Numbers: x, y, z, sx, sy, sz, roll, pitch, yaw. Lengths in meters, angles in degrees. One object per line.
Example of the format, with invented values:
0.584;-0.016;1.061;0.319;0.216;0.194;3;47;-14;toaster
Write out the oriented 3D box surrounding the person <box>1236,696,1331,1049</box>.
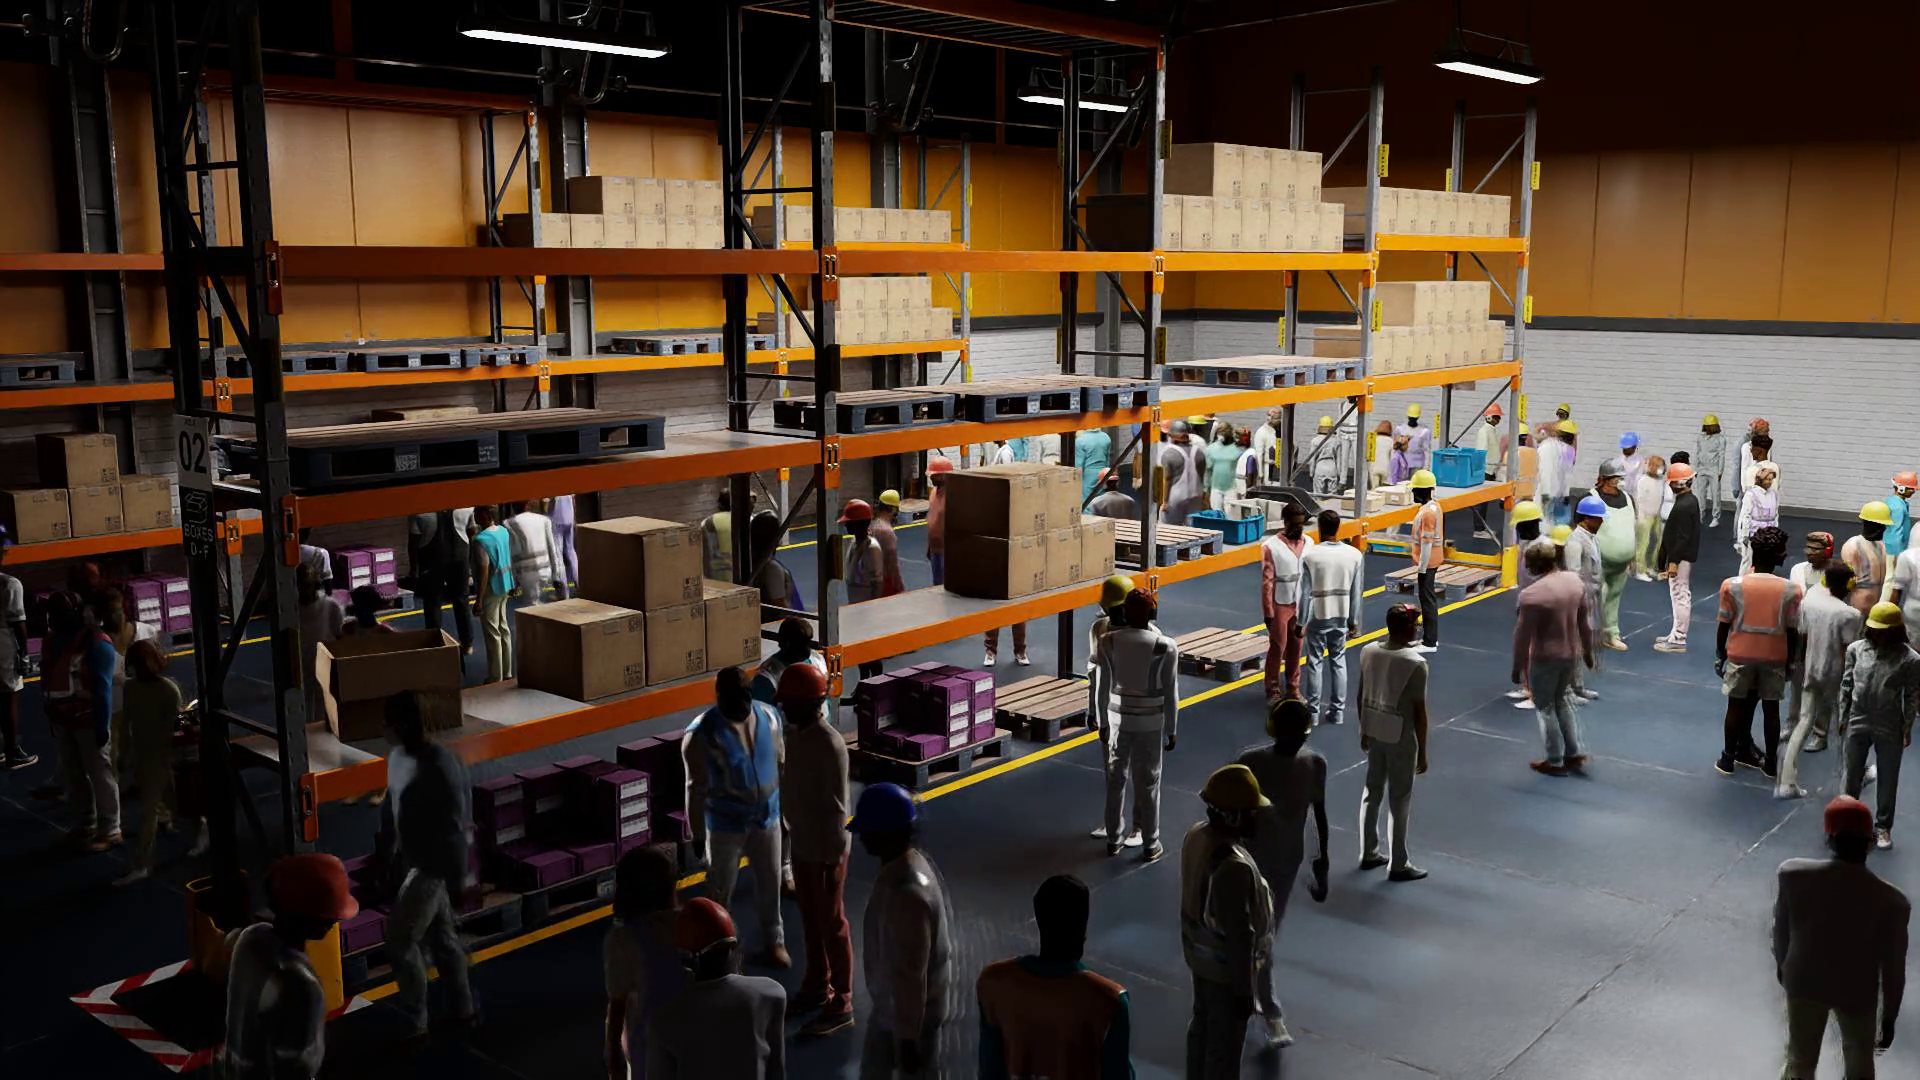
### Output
1.674;1.717;8.699;0.531;1.814;0.978;-1;10;-9;person

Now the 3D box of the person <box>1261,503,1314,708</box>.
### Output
2.969;0.600;15.117;0.598;1.908;0.410;-6;11;-32;person

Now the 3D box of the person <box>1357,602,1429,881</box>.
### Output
2.844;1.321;10.980;0.373;1.843;0.572;-6;11;-31;person

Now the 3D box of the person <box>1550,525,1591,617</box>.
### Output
5.567;0.660;15.459;0.529;1.678;0.961;8;13;41;person

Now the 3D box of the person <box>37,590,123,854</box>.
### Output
-6.088;1.246;11.485;0.619;1.836;0.431;5;11;25;person

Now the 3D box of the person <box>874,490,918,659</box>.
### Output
-0.679;0.356;17.043;0.548;1.742;0.560;-1;10;-7;person

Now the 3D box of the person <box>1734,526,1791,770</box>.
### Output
6.454;0.853;13.415;0.367;1.966;0.607;5;11;27;person

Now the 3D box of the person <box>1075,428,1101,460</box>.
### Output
2.029;-1.331;27.074;0.525;1.760;0.340;2;10;9;person

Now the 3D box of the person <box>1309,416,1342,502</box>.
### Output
5.539;-1.015;25.255;0.485;1.738;0.321;0;10;-1;person

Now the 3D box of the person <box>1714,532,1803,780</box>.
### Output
6.281;0.910;13.123;0.603;1.955;0.385;3;10;19;person

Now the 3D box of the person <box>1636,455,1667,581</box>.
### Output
8.827;-0.268;21.148;0.525;1.623;0.403;-4;10;-24;person

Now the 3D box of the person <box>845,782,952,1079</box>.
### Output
-0.161;1.946;7.042;0.848;1.918;0.637;-2;10;-9;person

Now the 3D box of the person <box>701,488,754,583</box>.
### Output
-2.284;0.386;16.707;0.634;1.788;0.927;-2;10;-10;person

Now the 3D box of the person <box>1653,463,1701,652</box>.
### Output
7.502;0.180;17.376;0.391;1.986;0.609;5;11;28;person

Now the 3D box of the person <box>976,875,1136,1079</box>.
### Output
0.342;2.133;5.936;0.588;1.913;0.391;5;11;25;person

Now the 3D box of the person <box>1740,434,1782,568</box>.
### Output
9.845;-0.323;20.478;0.606;1.958;0.378;-6;11;-34;person

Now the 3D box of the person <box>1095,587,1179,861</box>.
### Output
1.199;1.249;11.318;0.577;1.880;0.352;4;10;21;person

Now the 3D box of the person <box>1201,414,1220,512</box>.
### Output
3.964;-1.316;26.469;0.387;1.931;0.543;-1;10;-8;person

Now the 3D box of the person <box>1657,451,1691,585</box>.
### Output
9.014;-0.278;20.964;0.322;1.697;0.531;-1;10;-4;person

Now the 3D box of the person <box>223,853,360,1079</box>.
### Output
-2.461;2.087;6.060;0.593;1.970;1.024;9;13;43;person

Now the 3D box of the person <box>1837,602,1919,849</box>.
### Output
6.368;1.277;11.572;0.483;1.736;0.311;8;12;38;person

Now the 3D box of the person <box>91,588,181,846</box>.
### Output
-5.854;1.225;11.643;0.418;1.830;0.683;9;13;43;person

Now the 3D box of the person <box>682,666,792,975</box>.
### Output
-1.249;1.591;9.445;0.638;1.824;0.431;-7;12;-35;person

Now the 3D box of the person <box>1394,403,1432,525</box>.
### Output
6.972;-1.173;25.720;0.604;1.900;0.532;5;11;26;person

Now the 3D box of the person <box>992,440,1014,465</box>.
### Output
0.581;-0.637;22.564;0.356;1.881;0.575;-1;10;-3;person

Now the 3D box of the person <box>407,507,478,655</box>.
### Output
-5.341;0.191;17.146;0.696;2.000;0.536;-5;11;-29;person

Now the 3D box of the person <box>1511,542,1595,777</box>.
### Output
4.673;0.947;13.103;0.737;1.889;0.353;-5;11;-29;person

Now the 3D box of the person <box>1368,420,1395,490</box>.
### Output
6.599;-1.071;25.971;0.492;1.599;0.691;4;10;24;person

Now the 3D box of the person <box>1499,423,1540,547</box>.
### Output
7.492;-0.613;22.339;0.591;1.913;0.396;-5;11;-28;person

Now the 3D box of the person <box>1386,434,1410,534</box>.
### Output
6.205;-0.685;23.602;0.314;1.631;0.525;4;10;22;person

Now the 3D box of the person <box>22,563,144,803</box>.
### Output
-6.534;1.091;12.359;0.975;1.835;0.572;-6;11;-31;person

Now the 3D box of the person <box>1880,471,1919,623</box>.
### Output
10.517;0.088;18.669;0.355;1.737;0.573;4;10;23;person

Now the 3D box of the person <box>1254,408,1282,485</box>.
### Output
4.691;-1.039;24.934;0.656;1.893;0.399;-7;12;-37;person

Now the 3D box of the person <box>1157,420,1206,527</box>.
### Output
2.907;-0.591;21.816;0.693;2.000;0.719;-4;10;-25;person

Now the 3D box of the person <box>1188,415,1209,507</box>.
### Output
3.341;-0.894;23.977;0.637;1.927;0.642;-3;10;-19;person

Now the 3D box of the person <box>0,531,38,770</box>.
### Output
-7.732;0.875;13.327;0.599;1.958;0.378;1;10;7;person

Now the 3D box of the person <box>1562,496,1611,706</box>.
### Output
5.720;0.551;15.311;0.413;1.939;0.604;7;12;36;person

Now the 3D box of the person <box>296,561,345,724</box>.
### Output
-4.987;1.021;12.908;0.515;1.811;0.844;-1;10;-3;person

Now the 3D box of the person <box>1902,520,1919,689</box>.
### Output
9.098;0.499;15.612;0.363;1.936;0.647;1;10;5;person

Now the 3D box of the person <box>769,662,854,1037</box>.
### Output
-0.788;1.618;8.812;0.414;1.986;0.637;-5;11;-29;person

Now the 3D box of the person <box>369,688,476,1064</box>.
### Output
-2.836;1.699;8.495;0.713;1.915;0.643;-7;12;-34;person
